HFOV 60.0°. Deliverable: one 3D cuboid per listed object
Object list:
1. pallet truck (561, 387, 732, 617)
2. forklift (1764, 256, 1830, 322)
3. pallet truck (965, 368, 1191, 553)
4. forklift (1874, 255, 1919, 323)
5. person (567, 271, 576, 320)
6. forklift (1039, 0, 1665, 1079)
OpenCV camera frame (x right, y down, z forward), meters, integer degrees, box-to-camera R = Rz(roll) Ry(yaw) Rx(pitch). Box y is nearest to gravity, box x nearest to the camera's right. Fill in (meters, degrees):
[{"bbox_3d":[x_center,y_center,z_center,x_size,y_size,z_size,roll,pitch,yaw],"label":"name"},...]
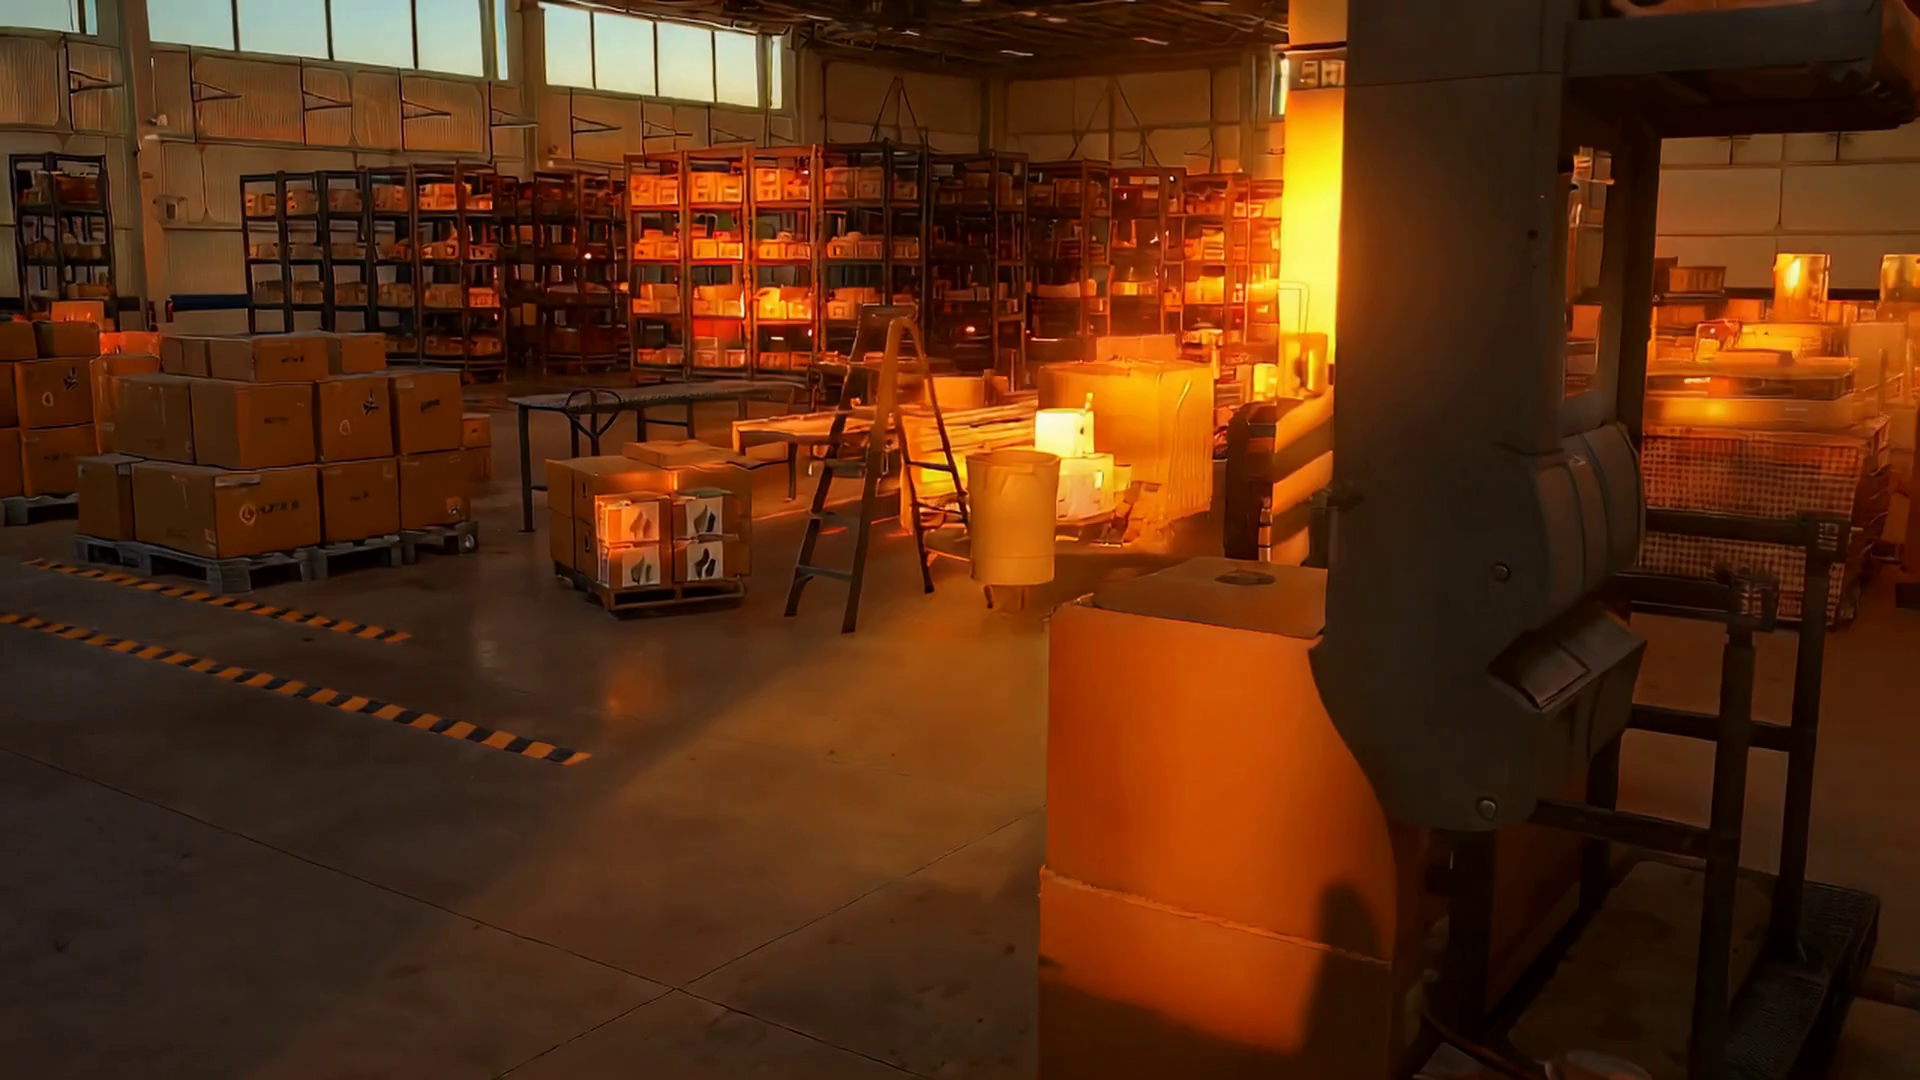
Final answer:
[{"bbox_3d":[-1.981,-0.274,10.088,0.680,1.201,1.601,-5,11,-28],"label":"pallet truck"},{"bbox_3d":[20.253,-5.854,40.139,1.157,1.987,2.680,7,12,35],"label":"forklift"},{"bbox_3d":[0.845,-0.609,11.869,1.630,1.274,0.653,7,12,35],"label":"pallet truck"},{"bbox_3d":[22.089,-5.634,38.796,1.157,1.987,2.680,6,11,33],"label":"forklift"},{"bbox_3d":[-8.822,-5.231,37.971,0.992,1.775,0.704,-3,10,-19],"label":"person"},{"bbox_3d":[1.249,-0.137,4.360,1.873,2.768,1.129,7,12,35],"label":"forklift"}]
